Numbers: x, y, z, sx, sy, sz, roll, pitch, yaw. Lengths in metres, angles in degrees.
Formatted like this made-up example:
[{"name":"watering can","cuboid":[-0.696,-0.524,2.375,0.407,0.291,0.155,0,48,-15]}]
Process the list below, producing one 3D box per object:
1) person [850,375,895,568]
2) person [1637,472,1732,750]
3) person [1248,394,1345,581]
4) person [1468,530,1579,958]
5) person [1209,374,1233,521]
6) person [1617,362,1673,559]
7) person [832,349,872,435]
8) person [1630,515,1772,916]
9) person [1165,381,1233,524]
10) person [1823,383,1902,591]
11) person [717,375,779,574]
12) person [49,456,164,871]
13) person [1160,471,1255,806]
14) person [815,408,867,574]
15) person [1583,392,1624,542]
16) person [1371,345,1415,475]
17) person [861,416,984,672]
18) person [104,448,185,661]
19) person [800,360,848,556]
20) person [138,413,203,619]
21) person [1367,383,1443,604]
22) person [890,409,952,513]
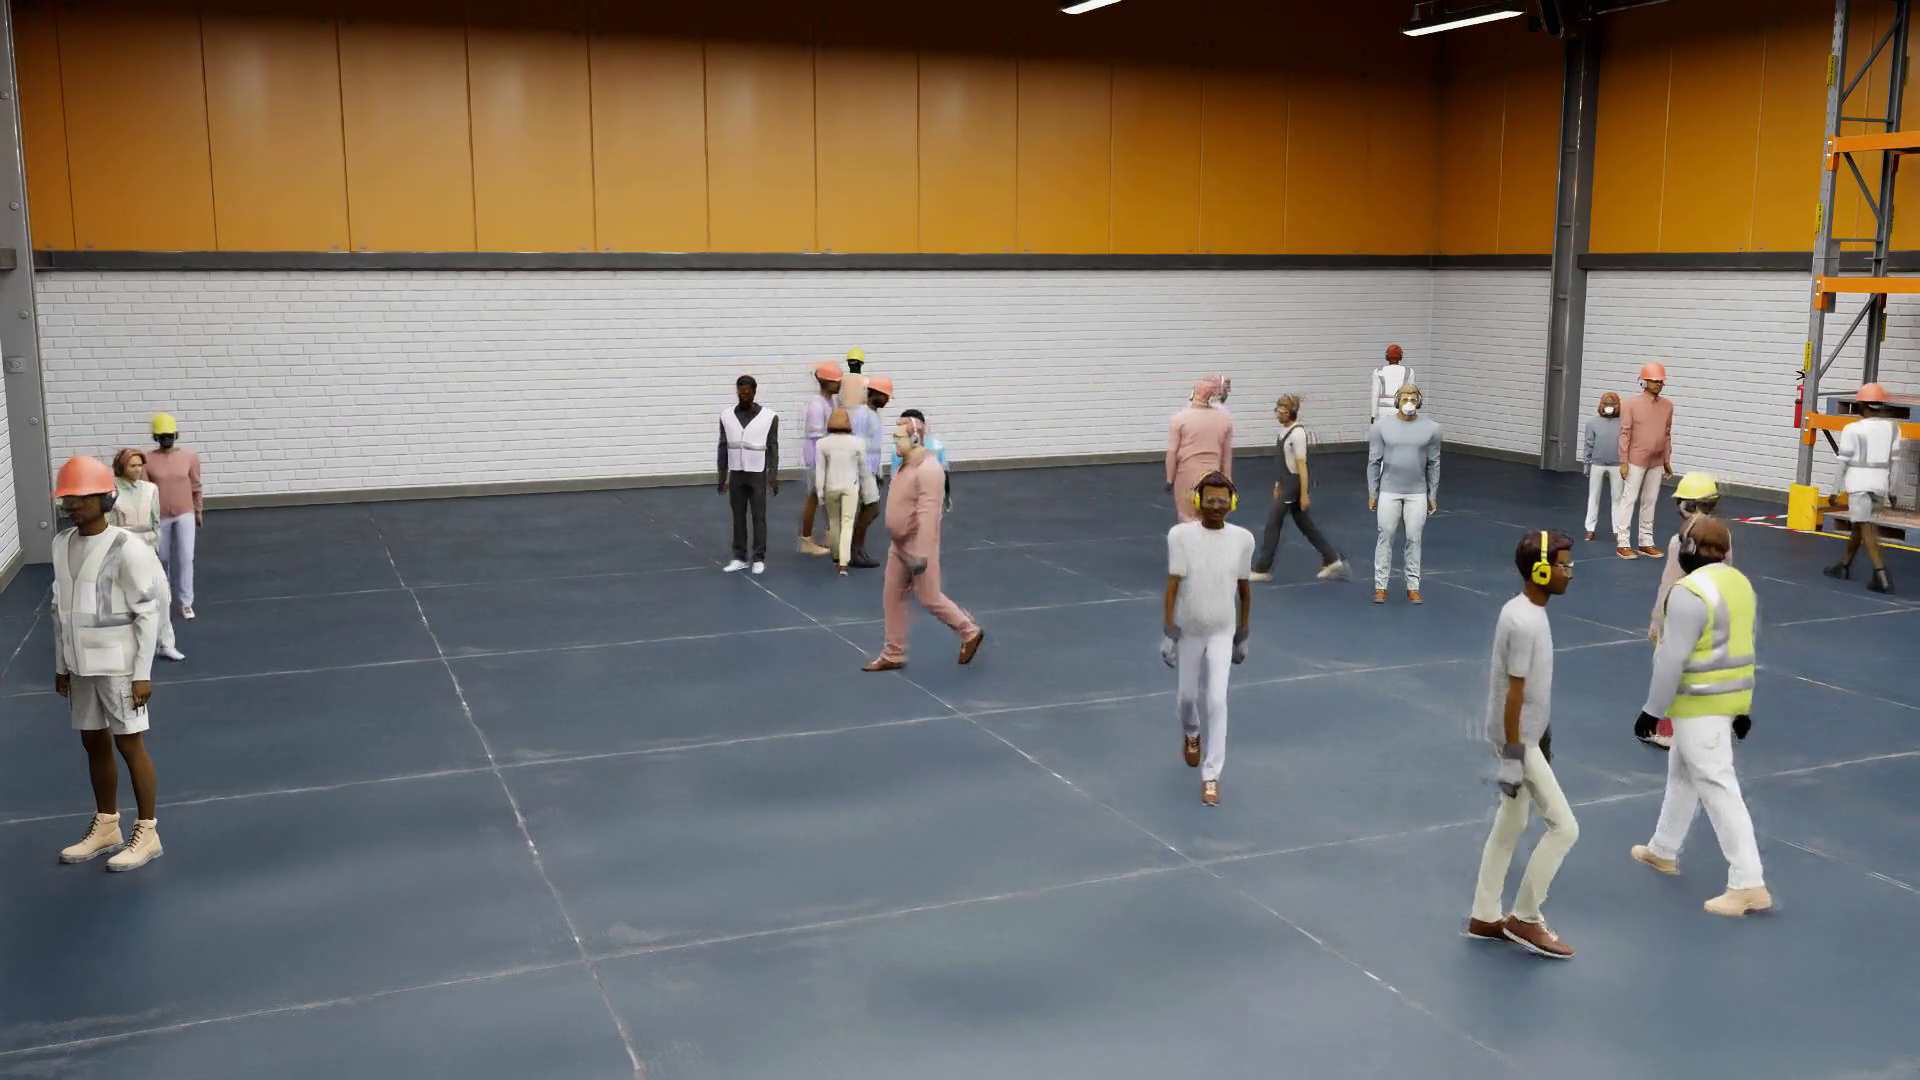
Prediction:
[{"name":"person","cuboid":[-0.879,-0.661,16.281,0.465,1.893,0.633,2,10,14]},{"name":"person","cuboid":[4.275,0.457,9.940,0.547,1.741,0.711,-7,12,-35]},{"name":"person","cuboid":[3.161,-0.481,15.539,0.982,1.795,0.520,1,9,4]},{"name":"person","cuboid":[2.495,0.874,7.133,0.606,1.849,0.557,3,10,17]},{"name":"person","cuboid":[2.491,-0.725,16.702,0.476,1.879,0.770,-4,10,-25]},{"name":"person","cuboid":[6.945,-0.802,16.839,0.611,1.996,0.379,-3,10,-16]},{"name":"person","cuboid":[-1.320,-1.456,21.038,0.585,1.917,0.380,2,10,11]},{"name":"person","cuboid":[3.532,0.800,7.809,0.677,1.798,0.834,-9,13,-42]},{"name":"person","cuboid":[2.264,-0.562,15.793,0.630,1.868,0.482,-4,10,-25]},{"name":"person","cuboid":[8.363,-0.497,15.327,0.558,1.895,0.982,-1,9,-9]},{"name":"person","cuboid":[-2.047,-0.629,16.070,0.637,1.914,0.413,2,10,11]},{"name":"person","cuboid":[-4.222,0.606,8.156,0.615,2.043,0.372,4,10,23]},{"name":"person","cuboid":[1.393,0.501,9.431,0.517,1.846,0.869,1,9,7]},{"name":"person","cuboid":[-1.149,-0.482,16.129,0.497,1.586,0.873,0,9,1]},{"name":"person","cuboid":[6.949,-0.784,17.862,0.499,1.625,0.304,4,10,24]},{"name":"person","cuboid":[5.945,-1.739,22.868,0.582,1.879,0.351,1,9,9]},{"name":"person","cuboid":[-0.262,0.030,12.153,0.849,1.884,0.636,-5,10,-27]},{"name":"person","cuboid":[-6.100,0.136,12.315,0.667,1.616,0.536,6,11,34]},{"name":"person","cuboid":[-1.338,-0.815,16.846,0.698,2.012,0.650,2,10,11]},{"name":"person","cuboid":[-6.736,-0.230,14.169,0.532,1.739,0.795,-6,11,-31]},{"name":"person","cuboid":[3.888,-0.403,14.592,0.630,1.940,0.372,1,9,8]},{"name":"person","cuboid":[-0.378,-0.364,15.146,0.549,1.669,0.595,-4,10,-25]}]
